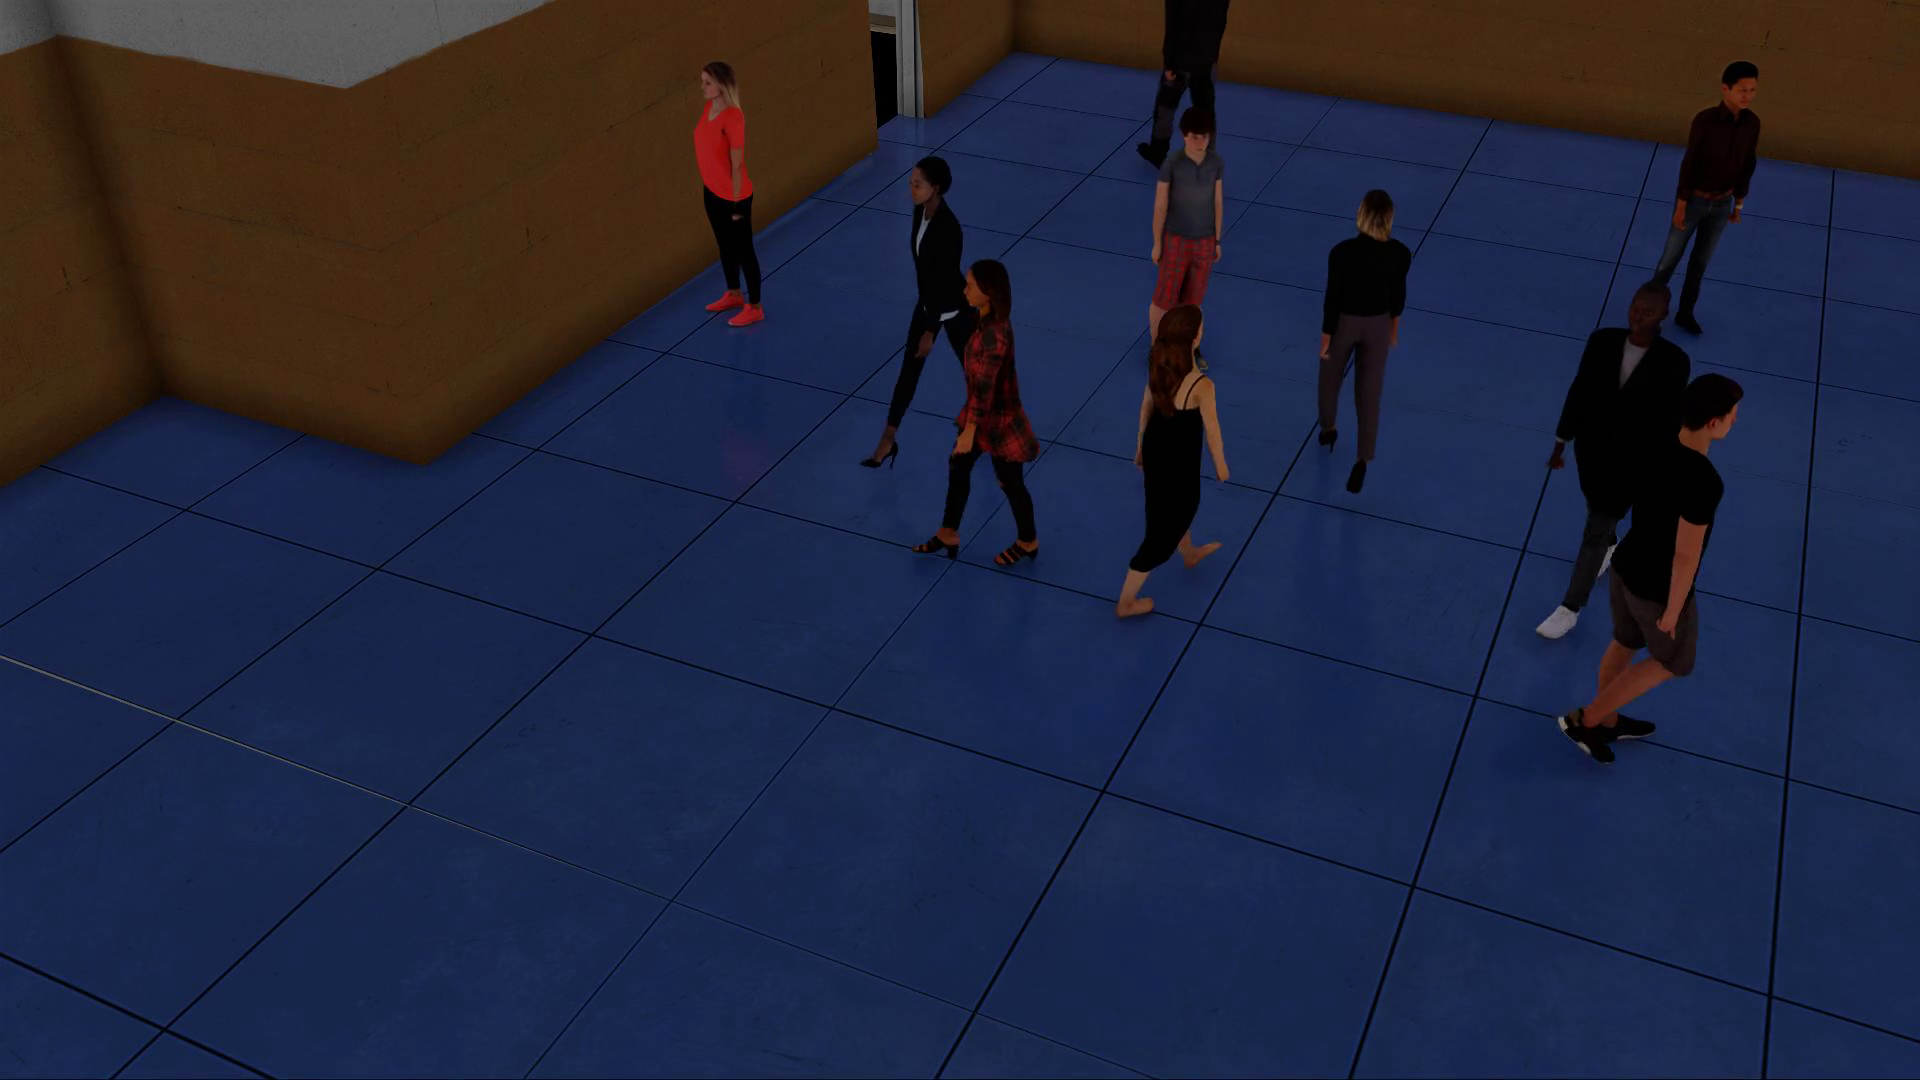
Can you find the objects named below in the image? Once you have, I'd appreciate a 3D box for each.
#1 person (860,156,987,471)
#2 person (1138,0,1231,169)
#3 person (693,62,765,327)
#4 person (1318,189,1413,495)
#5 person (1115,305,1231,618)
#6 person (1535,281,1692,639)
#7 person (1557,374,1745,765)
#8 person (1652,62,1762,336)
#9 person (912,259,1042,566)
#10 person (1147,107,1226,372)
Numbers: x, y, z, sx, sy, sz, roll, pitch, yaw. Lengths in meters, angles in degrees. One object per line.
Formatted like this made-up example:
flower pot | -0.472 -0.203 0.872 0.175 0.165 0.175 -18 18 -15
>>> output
person | 0.003 -1.192 8.976 1.027 1.783 1.127 -21 39 -29
person | 1.787 -3.576 12.439 1.111 1.916 1.187 -13 36 -19
person | -1.462 -2.202 10.574 0.725 1.694 0.621 -21 39 -28
person | 2.131 -1.017 8.847 1.061 1.634 0.942 1 34 1
person | 0.925 -0.325 7.844 0.956 1.594 1.007 -18 38 -25
person | 3.147 -0.432 7.896 1.011 1.715 1.200 -28 43 -36
person | 2.801 0.143 6.908 0.942 1.851 0.869 -5 34 -8
person | 4.626 -2.116 10.371 0.653 1.776 0.769 -4 34 -6
person | 0.254 -0.576 8.147 0.993 1.676 0.888 -6 34 -9
person | 1.362 -1.802 10.002 0.634 1.650 0.727 -6 34 -9
